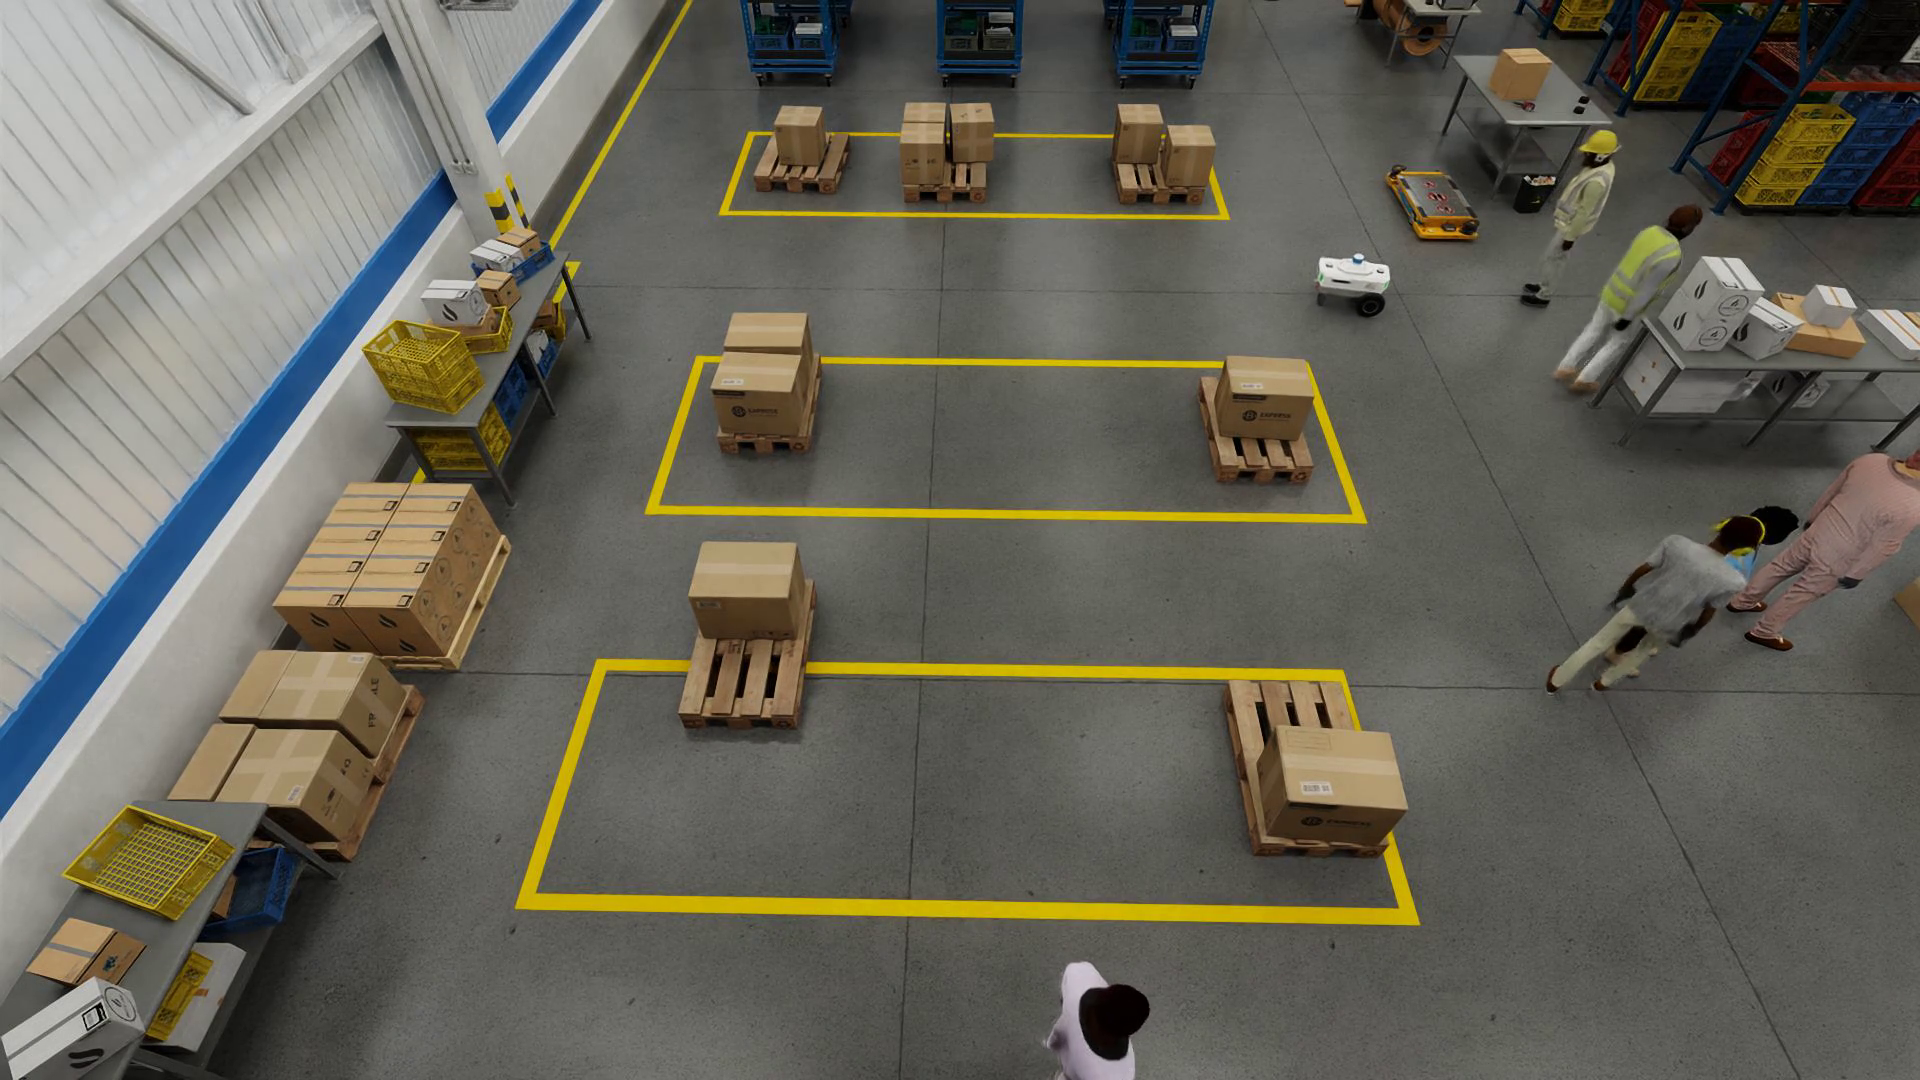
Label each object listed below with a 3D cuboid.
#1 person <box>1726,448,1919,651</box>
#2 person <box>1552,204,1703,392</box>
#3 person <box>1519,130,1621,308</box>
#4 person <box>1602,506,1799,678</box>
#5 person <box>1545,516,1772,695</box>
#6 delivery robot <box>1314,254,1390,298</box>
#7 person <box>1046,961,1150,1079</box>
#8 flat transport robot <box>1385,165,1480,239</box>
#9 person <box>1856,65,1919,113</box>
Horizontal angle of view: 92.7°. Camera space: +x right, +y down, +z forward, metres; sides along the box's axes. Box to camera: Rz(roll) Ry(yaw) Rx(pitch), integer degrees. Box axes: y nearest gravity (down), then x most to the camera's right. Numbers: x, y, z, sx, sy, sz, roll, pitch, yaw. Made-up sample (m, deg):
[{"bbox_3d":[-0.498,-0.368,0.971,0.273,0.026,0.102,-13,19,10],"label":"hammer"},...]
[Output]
[{"bbox_3d":[6.176,0.030,6.420,0.407,1.902,0.638,5,49,4],"label":"person"},{"bbox_3d":[6.105,-2.202,8.419,0.507,1.803,0.656,4,49,4],"label":"person"},{"bbox_3d":[6.195,-3.243,9.315,0.440,1.811,0.620,26,54,20],"label":"person"},{"bbox_3d":[5.051,0.351,6.284,0.319,1.687,0.535,36,58,27],"label":"person"},{"bbox_3d":[4.624,0.491,6.069,0.601,1.830,0.520,-33,57,-25],"label":"person"},{"bbox_3d":[4.131,-2.779,9.675,0.707,0.478,0.477,9,50,8],"label":"delivery robot"},{"bbox_3d":[0.660,2.456,4.317,0.535,1.907,0.624,-8,50,-7],"label":"person"},{"bbox_3d":[5.692,-4.094,11.059,0.652,0.197,1.431,1,49,1],"label":"flat transport robot"},{"bbox_3d":[11.720,-5.829,11.493,0.685,1.926,0.645,1,49,1],"label":"person"}]
